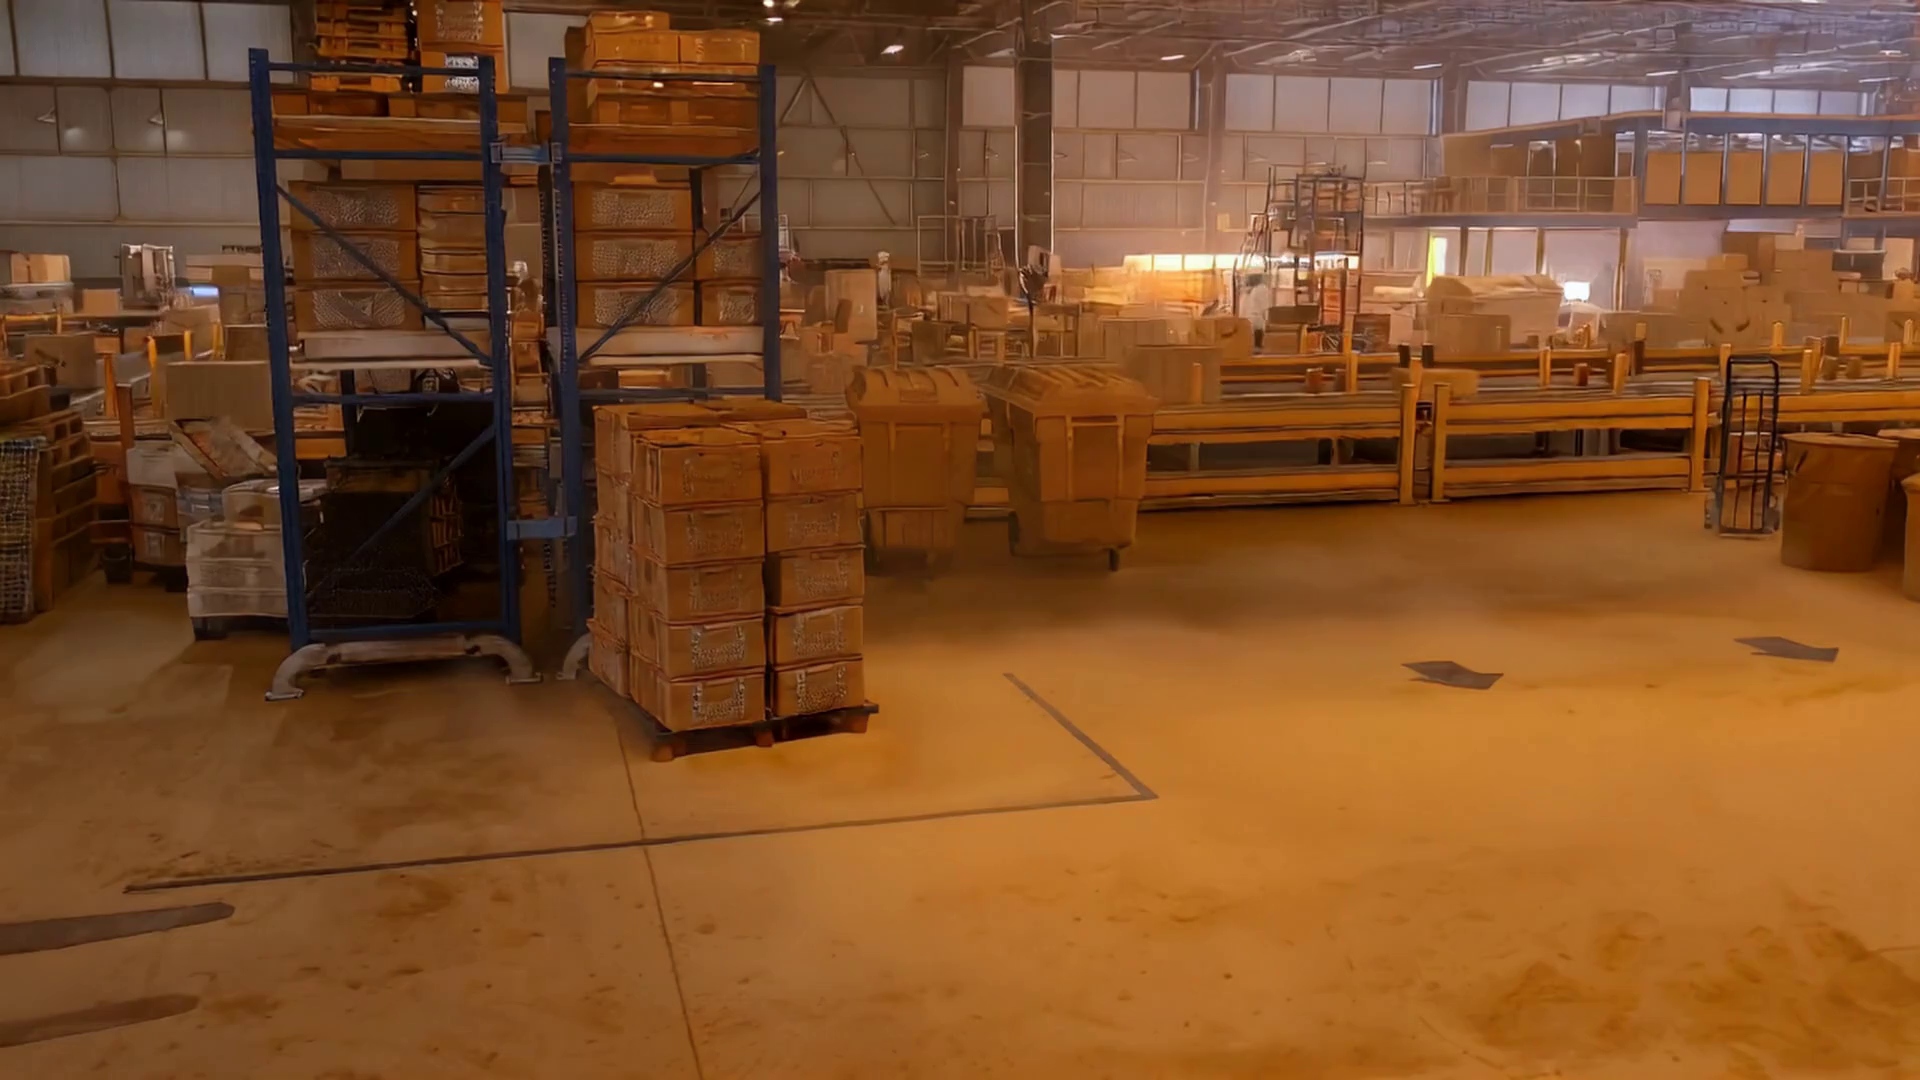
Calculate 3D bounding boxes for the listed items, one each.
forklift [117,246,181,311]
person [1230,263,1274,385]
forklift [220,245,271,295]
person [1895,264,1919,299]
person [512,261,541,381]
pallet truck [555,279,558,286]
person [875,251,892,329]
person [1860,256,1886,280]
[{"bbox_3d":[-19.966,-6.232,40.894,1.157,1.987,2.680,-3,10,-15],"label":"forklift"},{"bbox_3d":[4.330,-3.150,24.625,0.976,1.880,0.541,-4,11,-22],"label":"person"},{"bbox_3d":[-17.749,-6.334,41.440,1.157,1.987,2.680,-3,10,-17],"label":"forklift"},{"bbox_3d":[15.636,-3.665,27.672,0.600,1.830,0.404,1,10,8],"label":"person"},{"bbox_3d":[-6.904,-3.477,26.440,0.395,1.899,0.645,-3,10,-15],"label":"person"},{"bbox_3d":[-10.604,-6.375,44.520,0.653,1.274,1.630,-3,10,-15],"label":"pallet truck"},{"bbox_3d":[-1.610,-5.495,37.503,0.785,2.025,0.613,-1,10,-3],"label":"person"},{"bbox_3d":[21.953,-5.887,40.105,0.585,1.882,0.337,6,12,31],"label":"person"}]
